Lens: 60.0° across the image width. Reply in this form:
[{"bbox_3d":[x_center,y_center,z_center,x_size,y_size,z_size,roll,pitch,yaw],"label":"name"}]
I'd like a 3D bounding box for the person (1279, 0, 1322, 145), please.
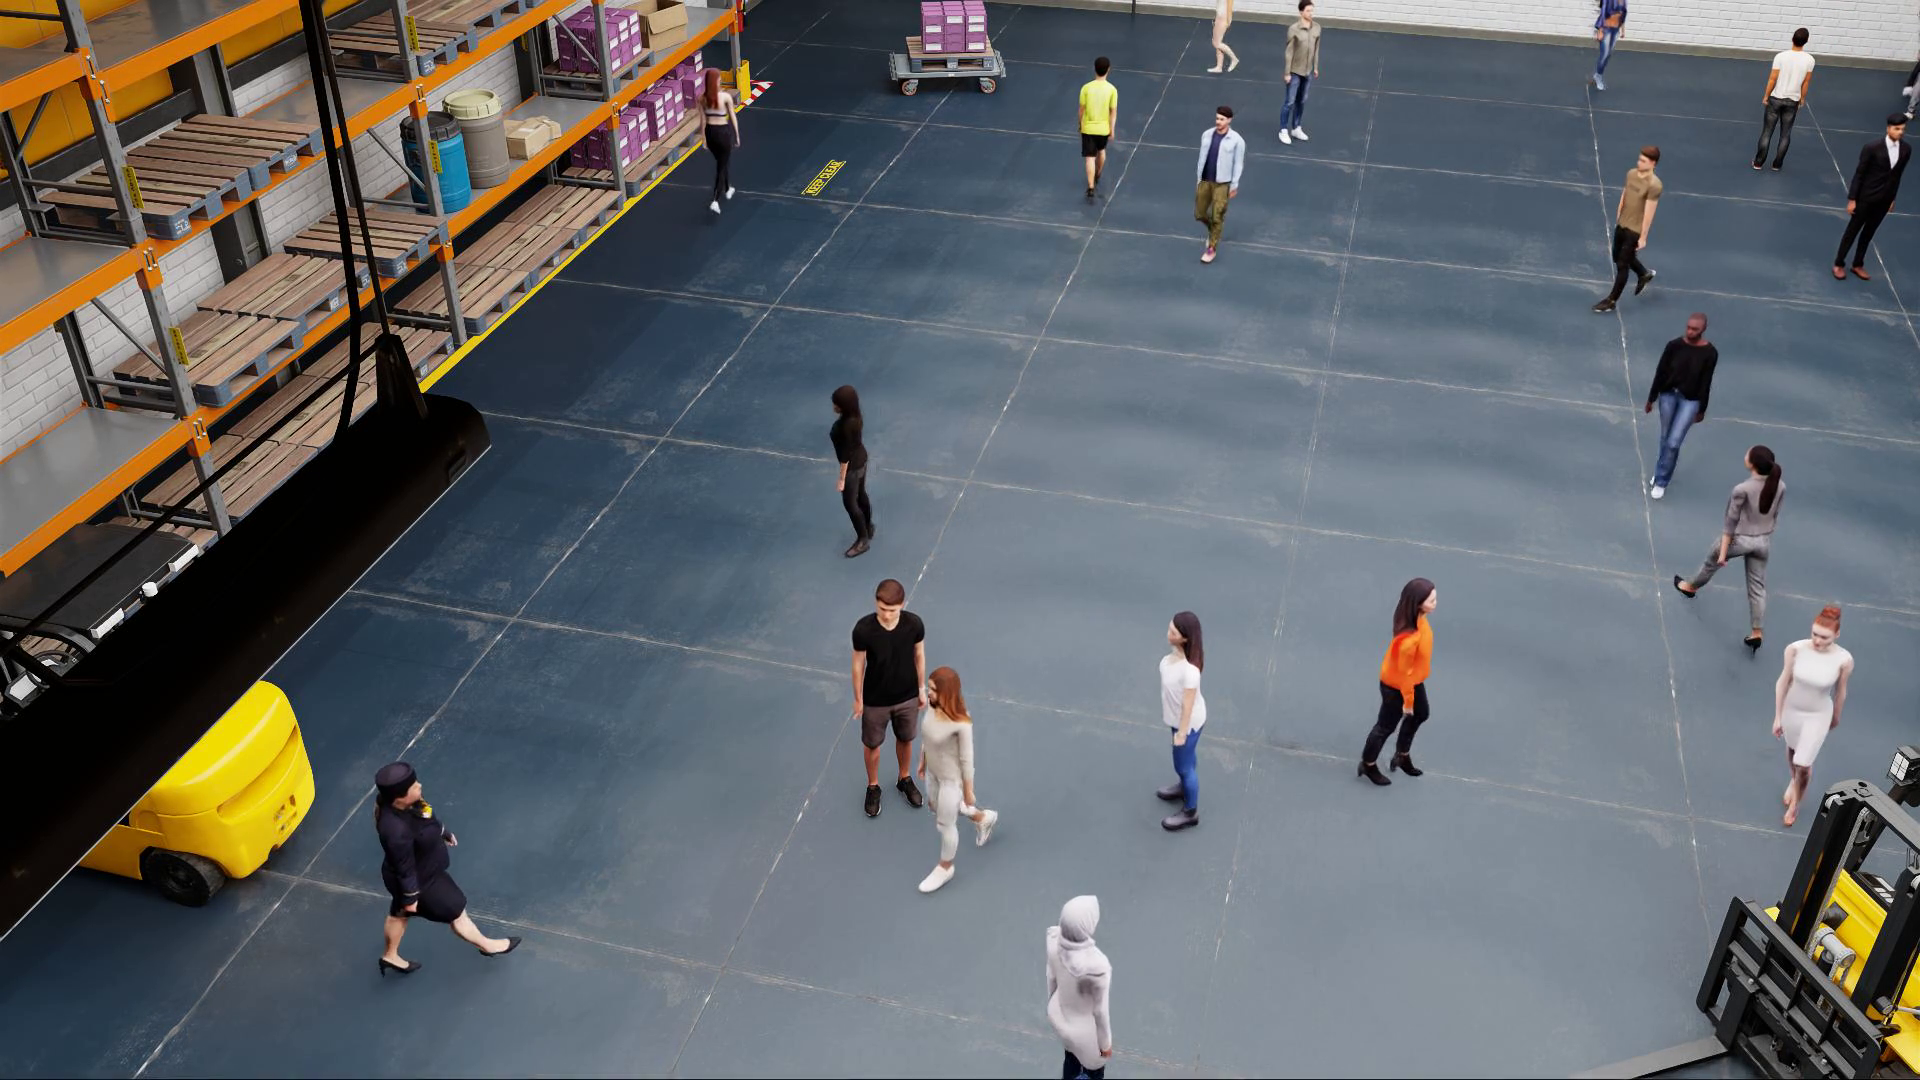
[{"bbox_3d":[4.498,-6.226,22.050,0.778,1.864,0.825,-16,37,-23],"label":"person"}]

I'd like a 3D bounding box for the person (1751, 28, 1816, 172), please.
[{"bbox_3d":[10.499,-5.616,21.187,0.637,1.804,0.539,10,35,15],"label":"person"}]

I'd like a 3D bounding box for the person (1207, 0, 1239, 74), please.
[{"bbox_3d":[3.938,-7.647,24.398,0.736,1.632,0.687,-3,34,-4],"label":"person"}]

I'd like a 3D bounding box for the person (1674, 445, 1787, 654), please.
[{"bbox_3d":[6.045,0.121,12.742,0.978,1.599,1.280,-4,34,-6],"label":"person"}]

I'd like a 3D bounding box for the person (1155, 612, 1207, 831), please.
[{"bbox_3d":[1.506,1.190,11.063,0.729,1.677,0.601,-3,34,-5],"label":"person"}]

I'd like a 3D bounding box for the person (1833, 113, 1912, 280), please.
[{"bbox_3d":[10.112,-3.813,18.403,0.760,1.884,0.679,-2,34,-3],"label":"person"}]

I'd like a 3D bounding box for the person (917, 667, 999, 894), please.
[{"bbox_3d":[-0.021,1.458,10.647,1.013,1.691,0.938,-23,40,-30],"label":"person"}]

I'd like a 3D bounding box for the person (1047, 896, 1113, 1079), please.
[{"bbox_3d":[0.568,2.607,8.850,1.002,1.766,0.919,-21,39,-29],"label":"person"}]

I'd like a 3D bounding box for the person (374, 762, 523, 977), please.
[{"bbox_3d":[-3.311,2.010,9.875,1.119,1.627,1.151,-10,35,-15],"label":"person"}]

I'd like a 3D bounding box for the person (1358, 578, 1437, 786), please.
[{"bbox_3d":[2.921,0.963,11.353,0.710,1.733,0.623,11,35,16],"label":"person"}]

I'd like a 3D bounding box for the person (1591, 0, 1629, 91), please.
[{"bbox_3d":[9.317,-7.328,23.929,0.758,1.620,0.806,-16,37,-22],"label":"person"}]

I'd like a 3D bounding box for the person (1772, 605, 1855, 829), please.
[{"bbox_3d":[5.662,1.116,11.097,0.766,1.762,0.882,24,40,31],"label":"person"}]

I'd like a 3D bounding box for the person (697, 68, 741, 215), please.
[{"bbox_3d":[-2.917,-4.756,19.985,0.703,1.703,1.212,5,34,7],"label":"person"}]

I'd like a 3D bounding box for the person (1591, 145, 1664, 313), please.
[{"bbox_3d":[7.239,-3.318,17.702,1.061,1.837,1.092,-10,35,-15],"label":"person"}]

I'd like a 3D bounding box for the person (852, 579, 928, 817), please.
[{"bbox_3d":[-0.467,1.008,11.172,0.767,1.858,0.765,-8,34,-12],"label":"person"}]

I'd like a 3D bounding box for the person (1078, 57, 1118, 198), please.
[{"bbox_3d":[1.670,-5.024,20.424,0.840,1.663,1.197,-1,34,-1],"label":"person"}]

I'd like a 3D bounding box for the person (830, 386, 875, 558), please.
[{"bbox_3d":[-0.867,-0.631,13.857,0.824,1.617,0.486,11,35,15],"label":"person"}]

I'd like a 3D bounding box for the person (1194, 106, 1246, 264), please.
[{"bbox_3d":[2.940,-4.065,18.854,0.824,1.805,0.886,21,39,29],"label":"person"}]

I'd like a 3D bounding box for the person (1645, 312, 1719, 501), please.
[{"bbox_3d":[6.383,-1.251,14.687,0.801,1.730,0.912,24,41,32],"label":"person"}]
